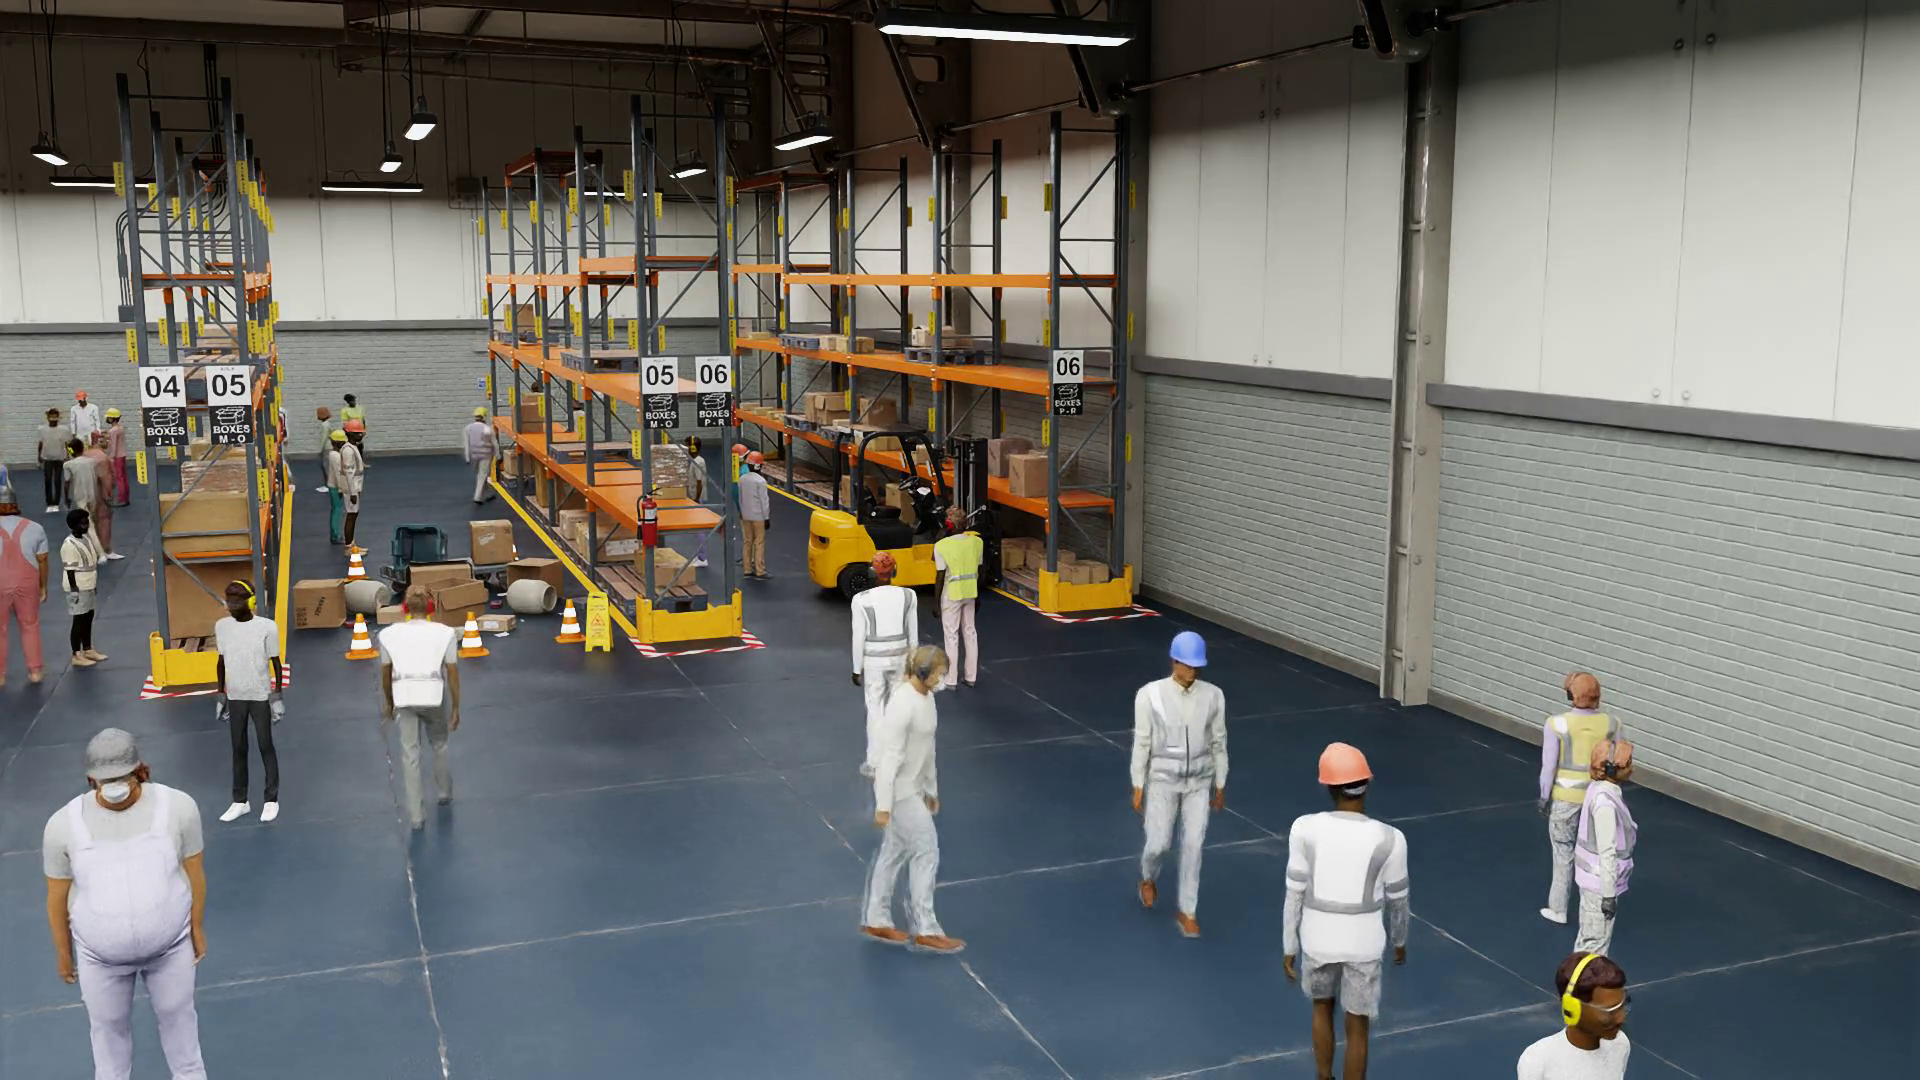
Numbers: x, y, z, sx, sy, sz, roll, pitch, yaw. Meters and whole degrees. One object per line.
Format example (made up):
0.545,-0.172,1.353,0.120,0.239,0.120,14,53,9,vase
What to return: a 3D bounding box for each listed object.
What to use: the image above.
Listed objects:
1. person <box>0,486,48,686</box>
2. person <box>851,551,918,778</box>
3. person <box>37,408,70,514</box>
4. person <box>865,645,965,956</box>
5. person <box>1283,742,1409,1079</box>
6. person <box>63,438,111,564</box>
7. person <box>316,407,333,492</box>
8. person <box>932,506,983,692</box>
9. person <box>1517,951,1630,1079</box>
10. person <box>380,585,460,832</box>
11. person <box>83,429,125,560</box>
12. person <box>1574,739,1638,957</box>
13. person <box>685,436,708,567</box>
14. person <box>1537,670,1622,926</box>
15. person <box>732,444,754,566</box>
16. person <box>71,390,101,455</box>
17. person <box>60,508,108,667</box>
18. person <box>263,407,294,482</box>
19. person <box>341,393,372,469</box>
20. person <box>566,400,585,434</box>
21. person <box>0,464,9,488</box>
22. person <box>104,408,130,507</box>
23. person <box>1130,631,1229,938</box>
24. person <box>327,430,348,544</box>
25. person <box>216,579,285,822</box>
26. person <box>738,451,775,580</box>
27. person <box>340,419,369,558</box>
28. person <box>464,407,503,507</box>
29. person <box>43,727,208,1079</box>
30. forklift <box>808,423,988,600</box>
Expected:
-9.615,0.447,16.832,0.686,2.000,0.535,-7,12,-39,person
-0.622,1.024,13.702,0.575,1.882,0.355,-4,10,-22,person
-15.725,-1.357,28.844,0.532,1.828,0.884,-5,10,-27,person
-0.233,1.583,10.189,0.808,1.885,0.686,2,9,10,person
1.852,1.913,7.964,0.562,1.917,0.554,3,10,20,person
-12.558,-0.561,23.934,0.972,1.816,0.562,6,11,35,person
-12.179,-1.729,31.824,0.326,1.631,0.509,-4,10,-26,person
-0.015,0.588,16.546,0.566,1.849,0.387,-6,11,-35,person
2.108,2.304,5.695,0.521,1.869,0.325,-6,11,-31,person
-4.083,1.239,12.635,0.567,1.787,0.957,-2,9,-14,person
-12.496,-0.663,24.247,0.652,1.904,0.403,8,12,41,person
3.504,1.881,9.067,0.307,1.640,0.519,3,9,16,person
-3.756,-0.546,23.630,0.313,1.866,0.539,-1,9,-7,person
3.934,1.643,10.572,0.523,1.636,0.310,0,9,-3,person
-3.096,-0.497,23.703,0.338,1.742,0.563,-1,9,-6,person
-18.387,-2.285,34.974,0.575,1.739,0.348,-2,9,-11,person
-9.304,0.501,17.605,0.319,1.687,0.538,-1,9,-7,person
-13.618,-2.029,33.057,0.955,1.850,0.589,4,10,21,person
-12.796,-2.293,35.272,0.367,1.659,0.685,7,11,36,person
-7.872,-2.098,34.131,0.285,1.633,0.500,6,11,35,person
-12.735,-0.329,21.706,0.377,2.045,0.605,8,12,40,person
-15.109,-1.476,29.793,0.300,1.772,0.530,-2,9,-10,person
1.377,1.508,10.475,0.631,1.933,0.559,-2,9,-11,person
-9.584,-0.815,25.680,0.350,1.758,0.522,-4,10,-25,person
-5.383,1.209,12.595,0.520,1.865,0.333,0,9,3,person
-2.781,-0.337,22.655,0.563,1.755,0.320,8,12,42,person
-8.899,-0.760,24.477,0.418,2.034,0.604,-2,9,-15,person
-8.589,-1.499,29.912,0.598,1.787,0.897,3,10,19,person
-3.940,1.866,7.902,0.684,2.000,0.535,-4,10,-26,person
-0.830,-0.399,21.676,2.313,2.155,1.214,-4,10,-21,forklift
